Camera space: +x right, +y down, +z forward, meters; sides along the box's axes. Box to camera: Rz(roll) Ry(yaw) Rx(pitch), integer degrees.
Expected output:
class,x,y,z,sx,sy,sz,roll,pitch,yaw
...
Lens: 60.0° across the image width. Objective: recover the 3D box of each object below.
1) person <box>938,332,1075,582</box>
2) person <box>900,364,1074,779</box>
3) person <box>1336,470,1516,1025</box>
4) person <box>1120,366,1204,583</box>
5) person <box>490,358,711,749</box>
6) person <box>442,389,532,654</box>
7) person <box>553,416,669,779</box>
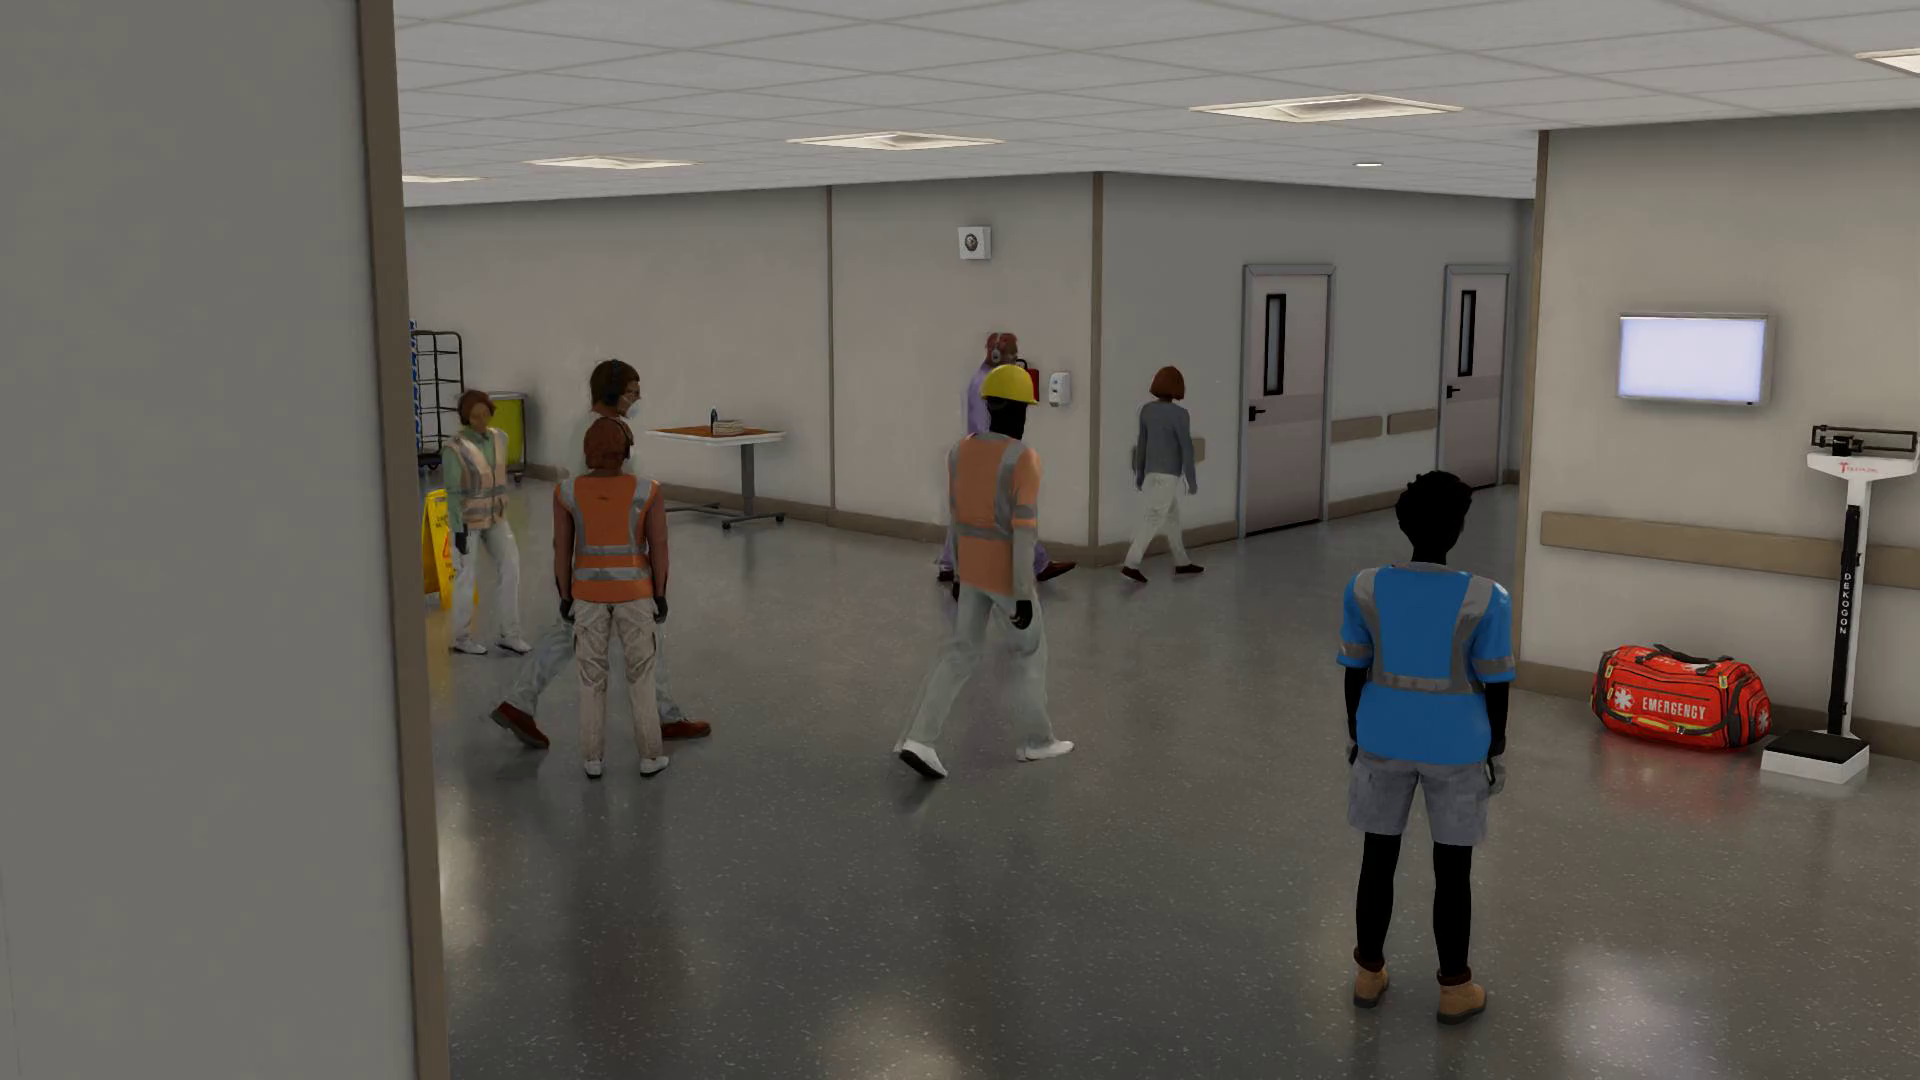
class,x,y,z,sx,sy,sz,roll,pitch,yaw
person,0.299,-0.580,12.066,1.008,1.842,0.658,2,10,15
person,0.113,0.142,7.556,0.954,1.883,0.587,-9,13,-43
person,1.416,0.633,5.086,0.535,1.697,0.318,5,11,29
person,1.489,-0.484,12.248,0.839,1.593,0.513,-6,11,-30
person,-1.767,0.074,7.954,1.009,1.894,0.631,-4,10,-22
person,-2.832,-0.090,9.780,0.606,1.600,0.517,6,11,32
person,-1.566,0.266,7.502,0.515,1.641,0.315,0,9,-2
